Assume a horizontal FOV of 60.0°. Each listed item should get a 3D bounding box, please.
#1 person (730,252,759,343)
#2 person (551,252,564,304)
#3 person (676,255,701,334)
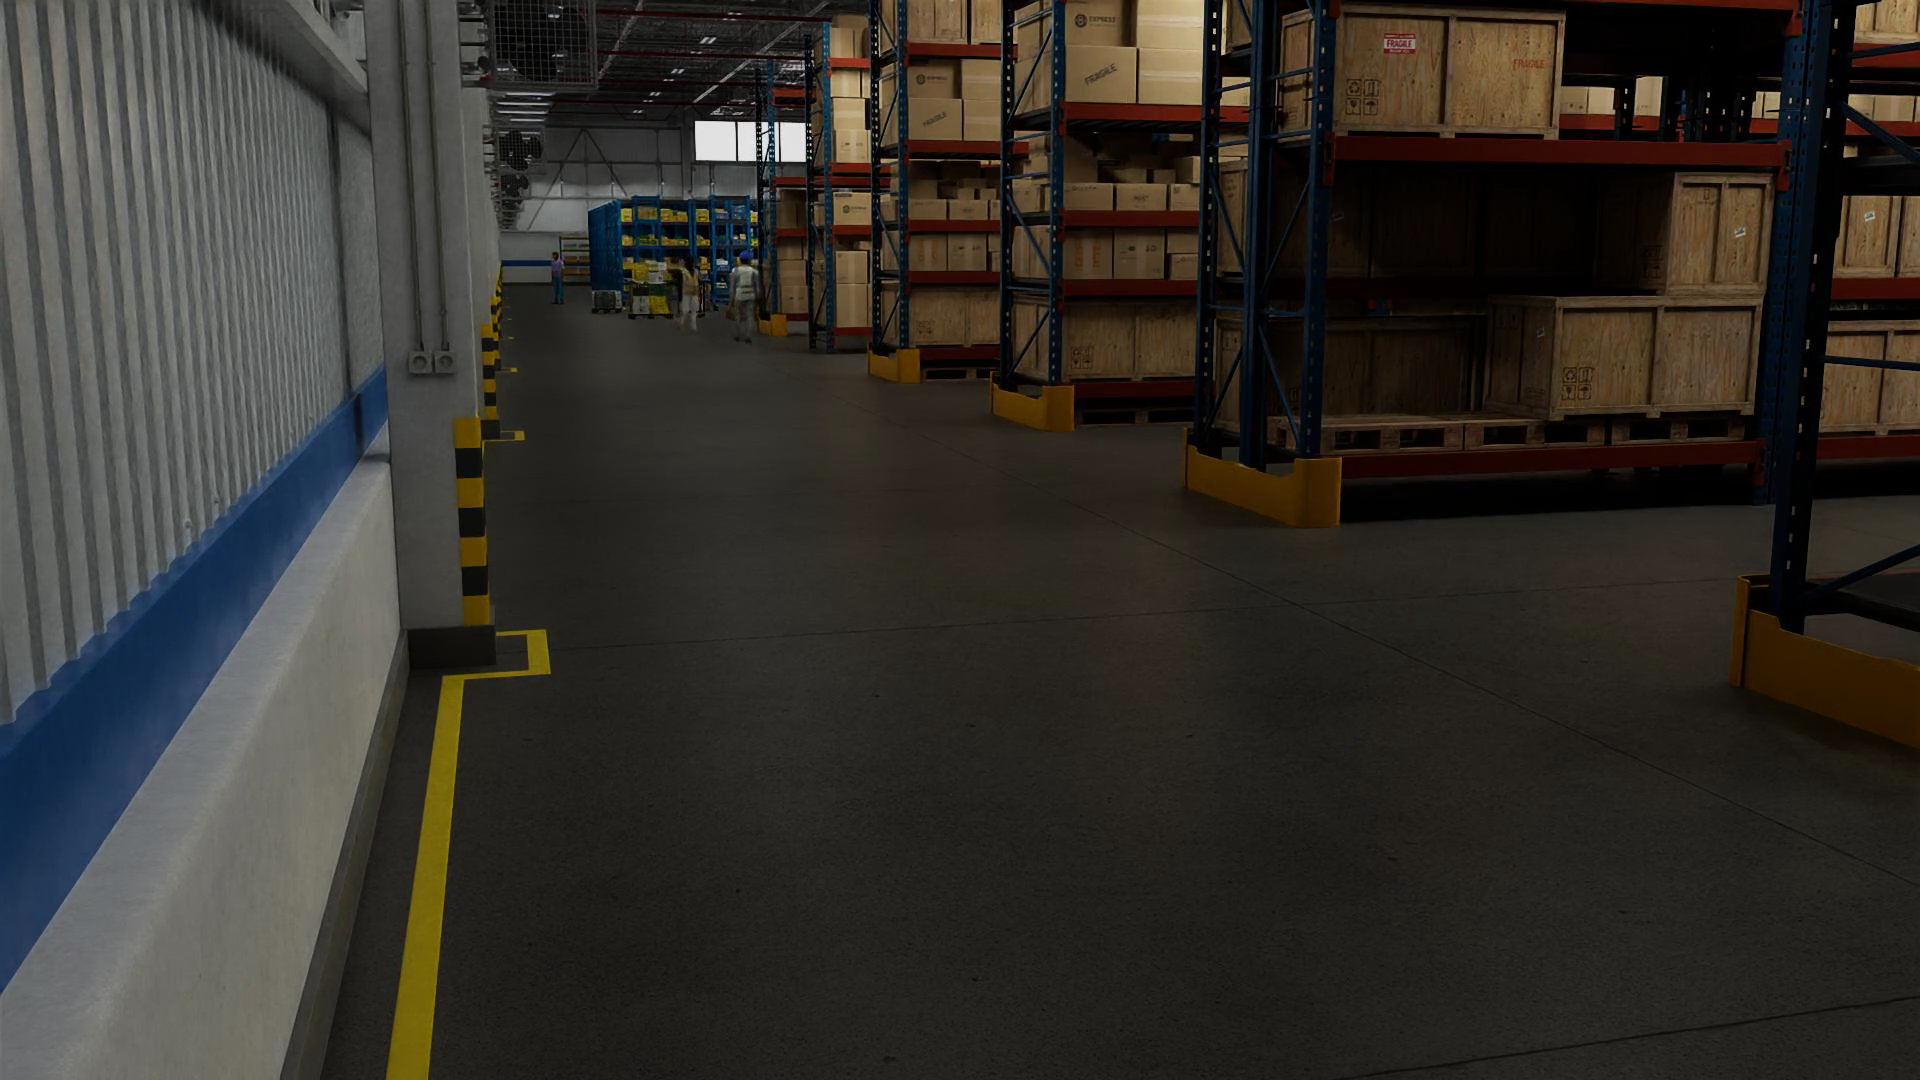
[{"bbox_3d":[-4.571,-5.133,35.209,0.651,1.894,0.986,-4,11,-20],"label":"person"},{"bbox_3d":[-14.096,-9.185,58.334,0.563,1.837,0.389,6,12,32],"label":"person"},{"bbox_3d":[-6.249,-5.676,38.476,0.648,1.832,0.436,-10,14,-44],"label":"person"}]
